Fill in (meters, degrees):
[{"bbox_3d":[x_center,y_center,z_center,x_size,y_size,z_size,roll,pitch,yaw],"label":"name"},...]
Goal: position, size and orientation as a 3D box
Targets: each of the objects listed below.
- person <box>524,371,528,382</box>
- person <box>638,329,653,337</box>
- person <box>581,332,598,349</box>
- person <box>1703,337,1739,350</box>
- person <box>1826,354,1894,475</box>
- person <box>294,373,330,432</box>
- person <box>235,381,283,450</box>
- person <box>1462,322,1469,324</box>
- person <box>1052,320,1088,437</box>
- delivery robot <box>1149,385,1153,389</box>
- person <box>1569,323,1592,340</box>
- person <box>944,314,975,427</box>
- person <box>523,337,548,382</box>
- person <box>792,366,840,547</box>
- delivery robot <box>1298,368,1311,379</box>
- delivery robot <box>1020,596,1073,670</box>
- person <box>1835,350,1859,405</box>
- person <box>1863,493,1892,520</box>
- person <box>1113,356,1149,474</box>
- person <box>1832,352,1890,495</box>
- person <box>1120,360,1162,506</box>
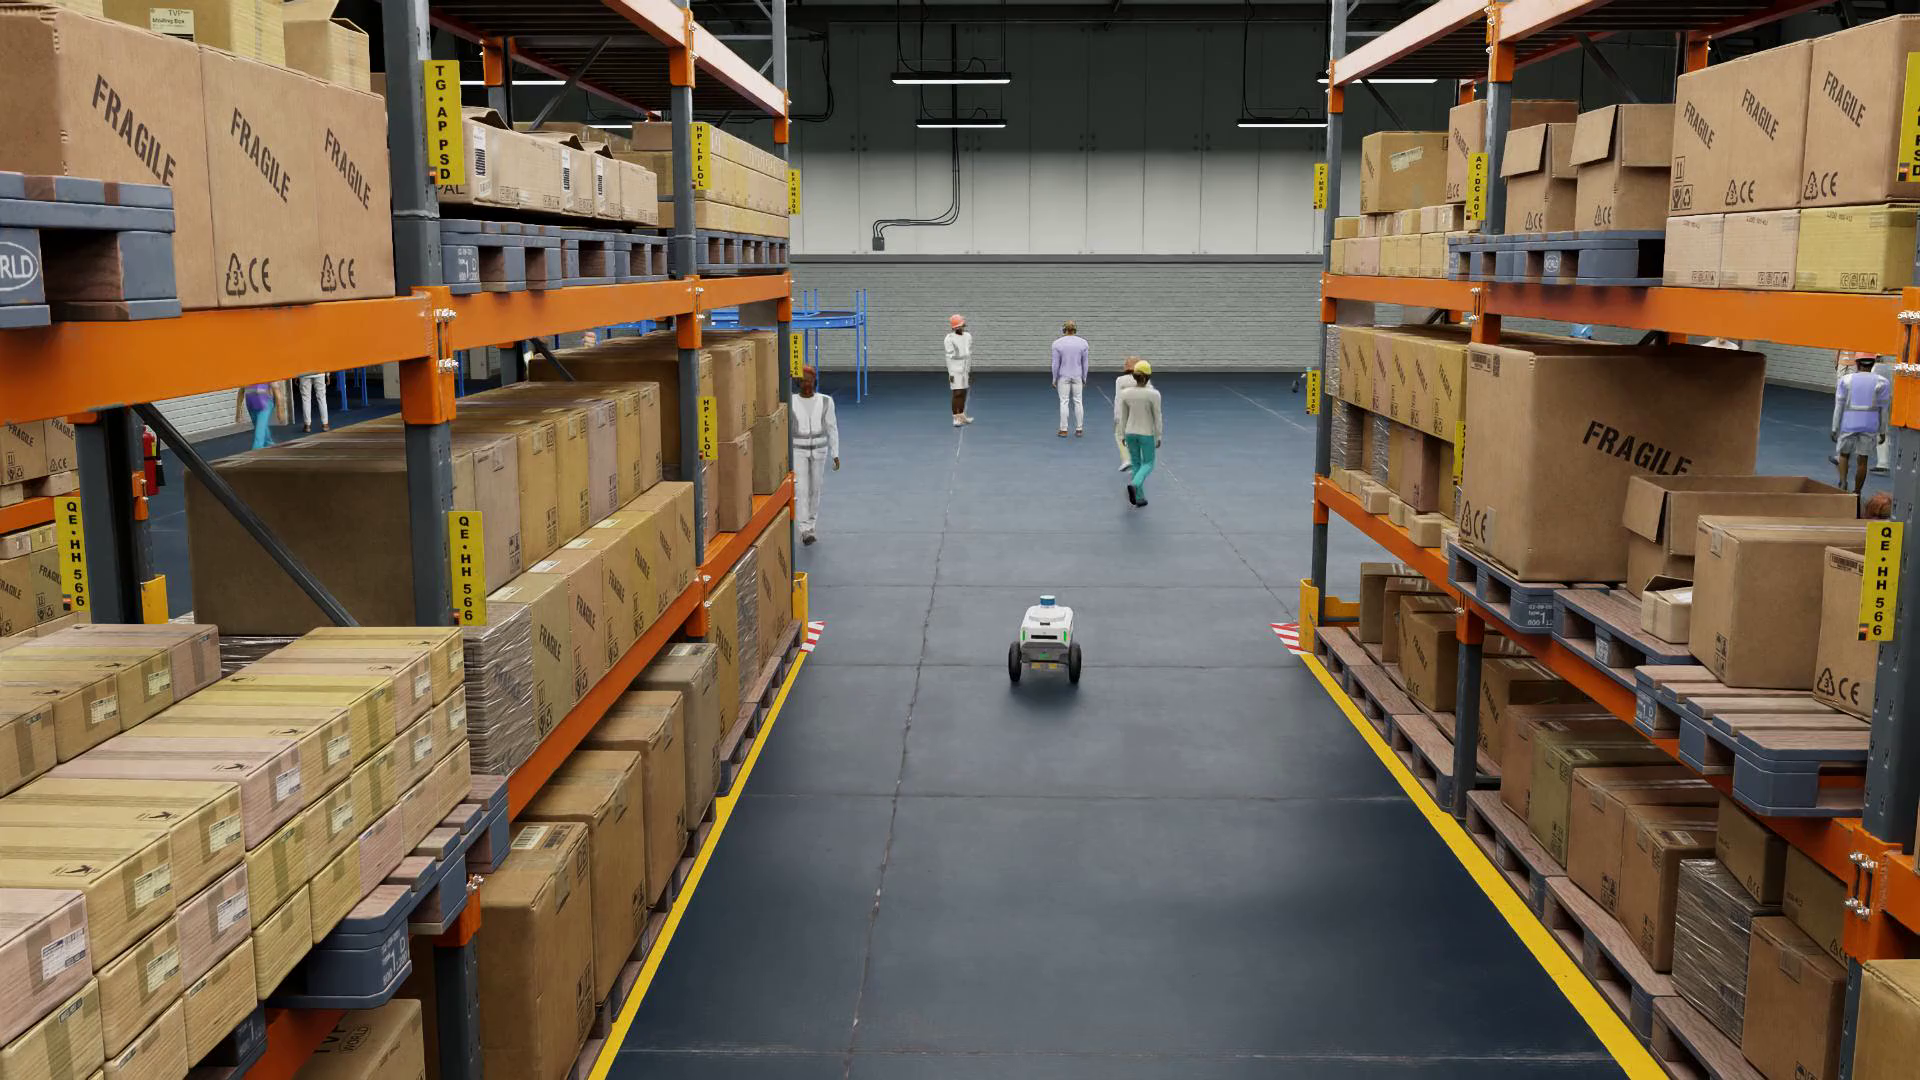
[{"bbox_3d":[-4.609,-0.866,17.188,0.698,1.822,0.636,-8,13,-41],"label":"person"},{"bbox_3d":[-8.245,-5.414,43.903,0.535,2.000,0.687,8,12,38],"label":"person"},{"bbox_3d":[-5.517,-2.119,24.524,0.756,1.882,0.582,4,10,23],"label":"person"},{"bbox_3d":[12.652,-2.650,27.775,0.654,1.866,0.989,1,9,3],"label":"person"},{"bbox_3d":[12.498,-1.817,22.968,0.624,1.786,0.901,-4,10,-22],"label":"person"},{"bbox_3d":[-11.178,-2.845,28.670,0.614,1.943,0.405,-4,10,-25],"label":"person"},{"bbox_3d":[-9.528,-1.736,22.435,0.595,1.798,0.962,3,10,20],"label":"person"},{"bbox_3d":[10.016,-3.475,33.124,0.932,1.708,0.539,-5,11,-30],"label":"person"},{"bbox_3d":[1.835,-2.707,27.864,0.629,1.940,0.378,-1,10,-9],"label":"person"},{"bbox_3d":[3.603,-3.088,34.129,0.707,0.478,0.477,9,13,42],"label":"delivery robot"},{"bbox_3d":[15.521,-4.886,41.672,0.376,1.683,0.548,-8,12,-39],"label":"person"},{"bbox_3d":[0.027,-3.021,29.608,0.494,1.989,0.796,9,13,42],"label":"person"},{"bbox_3d":[-6.523,-2.294,25.866,0.638,1.801,0.794,-5,11,-26],"label":"person"},{"bbox_3d":[-1.543,-0.866,17.146,0.579,1.831,0.978,-3,10,-16],"label":"person"},{"bbox_3d":[7.838,-3.764,37.404,0.335,0.223,0.698,6,11,33],"label":"delivery robot"},{"bbox_3d":[0.619,0.639,11.798,0.477,0.478,0.707,1,9,6],"label":"delivery robot"},{"bbox_3d":[18.084,-3.559,33.860,0.513,1.641,0.307,6,11,32],"label":"person"},{"bbox_3d":[5.215,0.545,9.405,0.502,1.600,0.795,1,10,7],"label":"person"},{"bbox_3d":[2.344,-1.704,22.800,0.538,1.616,0.388,-3,10,-16],"label":"person"},{"bbox_3d":[10.673,-1.336,19.720,0.562,1.912,0.468,5,11,29],"label":"person"},{"bbox_3d":[2.118,-1.252,19.699,0.537,1.747,0.617,6,11,30],"label":"person"}]
